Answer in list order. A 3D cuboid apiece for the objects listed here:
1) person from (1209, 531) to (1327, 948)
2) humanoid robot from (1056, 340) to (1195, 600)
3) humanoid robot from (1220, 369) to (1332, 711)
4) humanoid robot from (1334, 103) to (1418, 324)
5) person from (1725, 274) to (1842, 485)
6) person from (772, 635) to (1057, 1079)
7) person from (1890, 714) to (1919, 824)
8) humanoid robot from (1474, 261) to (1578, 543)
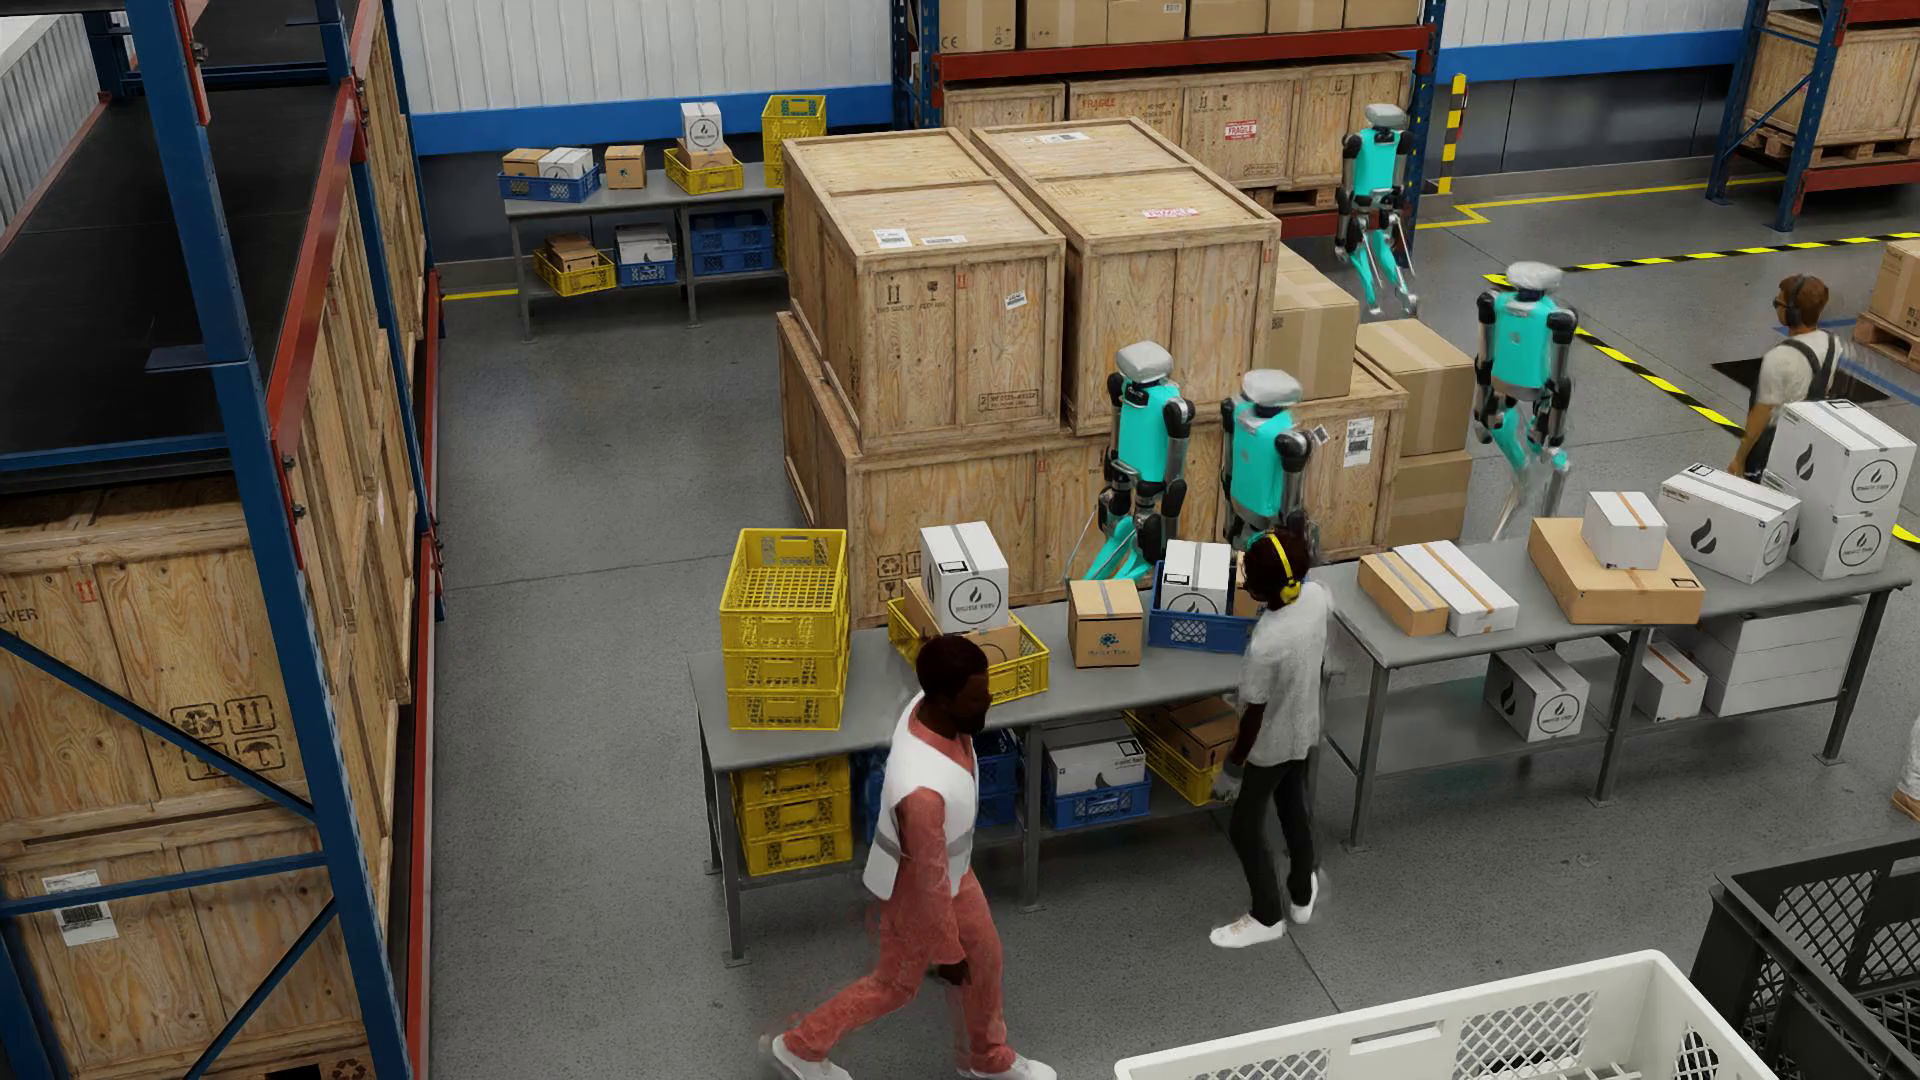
[{"bbox_3d":[1.209,0.727,6.183,0.308,1.834,0.694,20,35,32],"label":"person"},{"bbox_3d":[0.660,-0.017,7.561,0.678,1.750,0.549,-16,33,-27],"label":"humanoid robot"},{"bbox_3d":[1.555,0.005,7.637,1.031,1.773,0.535,-15,32,-25],"label":"humanoid robot"},{"bbox_3d":[2.921,-1.955,11.175,0.556,1.799,0.918,-12,31,-21],"label":"humanoid robot"},{"bbox_3d":[4.065,-0.442,8.301,0.501,1.828,0.456,-17,33,-29],"label":"person"},{"bbox_3d":[-0.174,1.110,5.444,0.929,1.878,0.608,4,29,8],"label":"person"},{"bbox_3d":[4.292,0.357,6.853,0.628,1.835,0.429,-16,33,-27],"label":"person"},{"bbox_3d":[3.055,-0.679,8.806,0.889,1.747,0.560,-23,36,-35],"label":"humanoid robot"}]
